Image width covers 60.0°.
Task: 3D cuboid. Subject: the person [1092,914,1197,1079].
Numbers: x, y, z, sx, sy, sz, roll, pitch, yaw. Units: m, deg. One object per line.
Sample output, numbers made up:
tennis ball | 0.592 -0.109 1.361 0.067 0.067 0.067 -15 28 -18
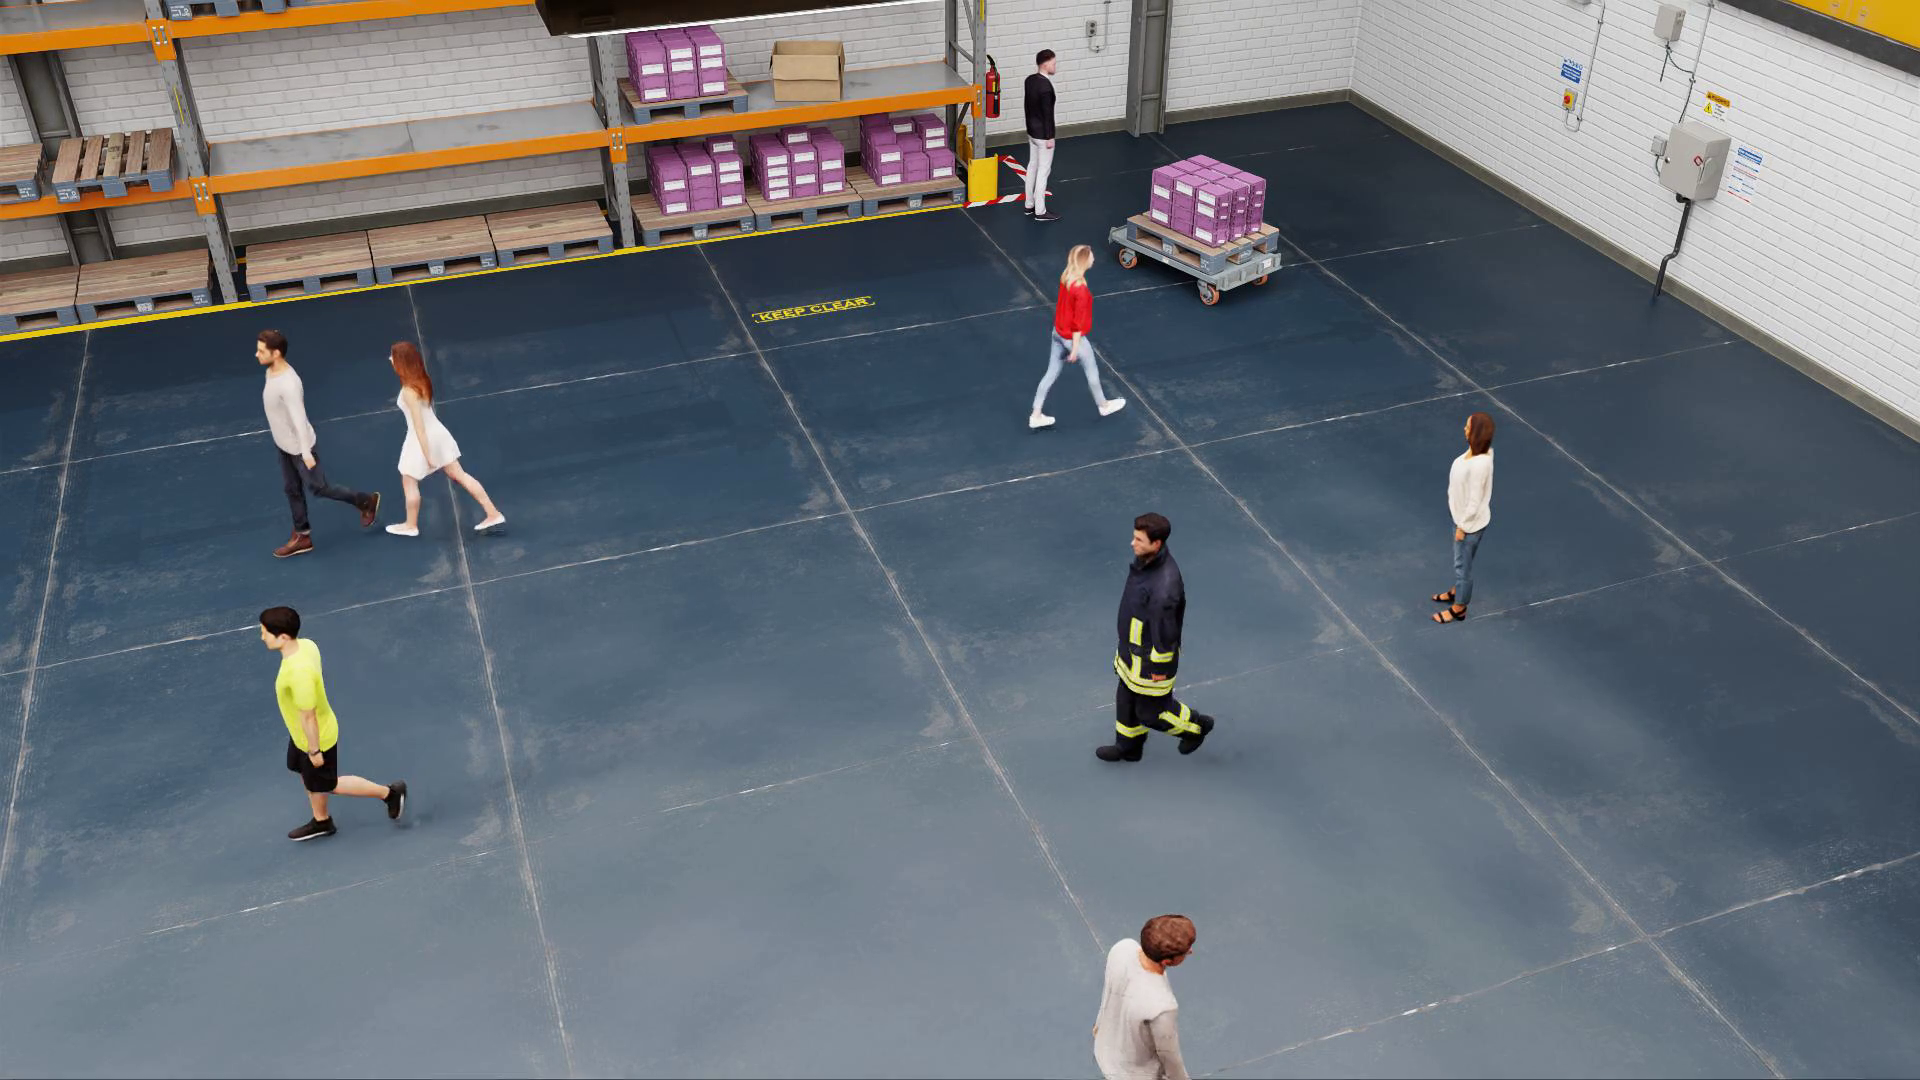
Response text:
person | 0.732 2.469 7.684 1.104 1.841 0.684 -14 36 -20

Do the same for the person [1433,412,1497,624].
person | 3.609 -0.166 11.793 0.726 1.680 0.704 8 34 12

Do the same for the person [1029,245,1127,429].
person | 0.861 -1.679 14.098 1.143 1.649 0.700 -15 36 -21

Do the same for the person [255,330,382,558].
person | -4.904 -0.745 12.513 1.183 1.848 0.892 -24 40 -31

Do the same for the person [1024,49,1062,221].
person | 0.859 -4.391 18.010 0.560 1.836 0.660 -14 36 -20

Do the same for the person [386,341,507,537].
person | -3.953 -0.739 12.663 1.211 1.671 0.906 3 34 4

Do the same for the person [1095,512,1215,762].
person | 1.265 0.638 10.375 1.034 1.912 0.871 -6 34 -9

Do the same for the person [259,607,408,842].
person | -3.768 1.101 9.879 0.970 1.689 0.674 -14 36 -19
